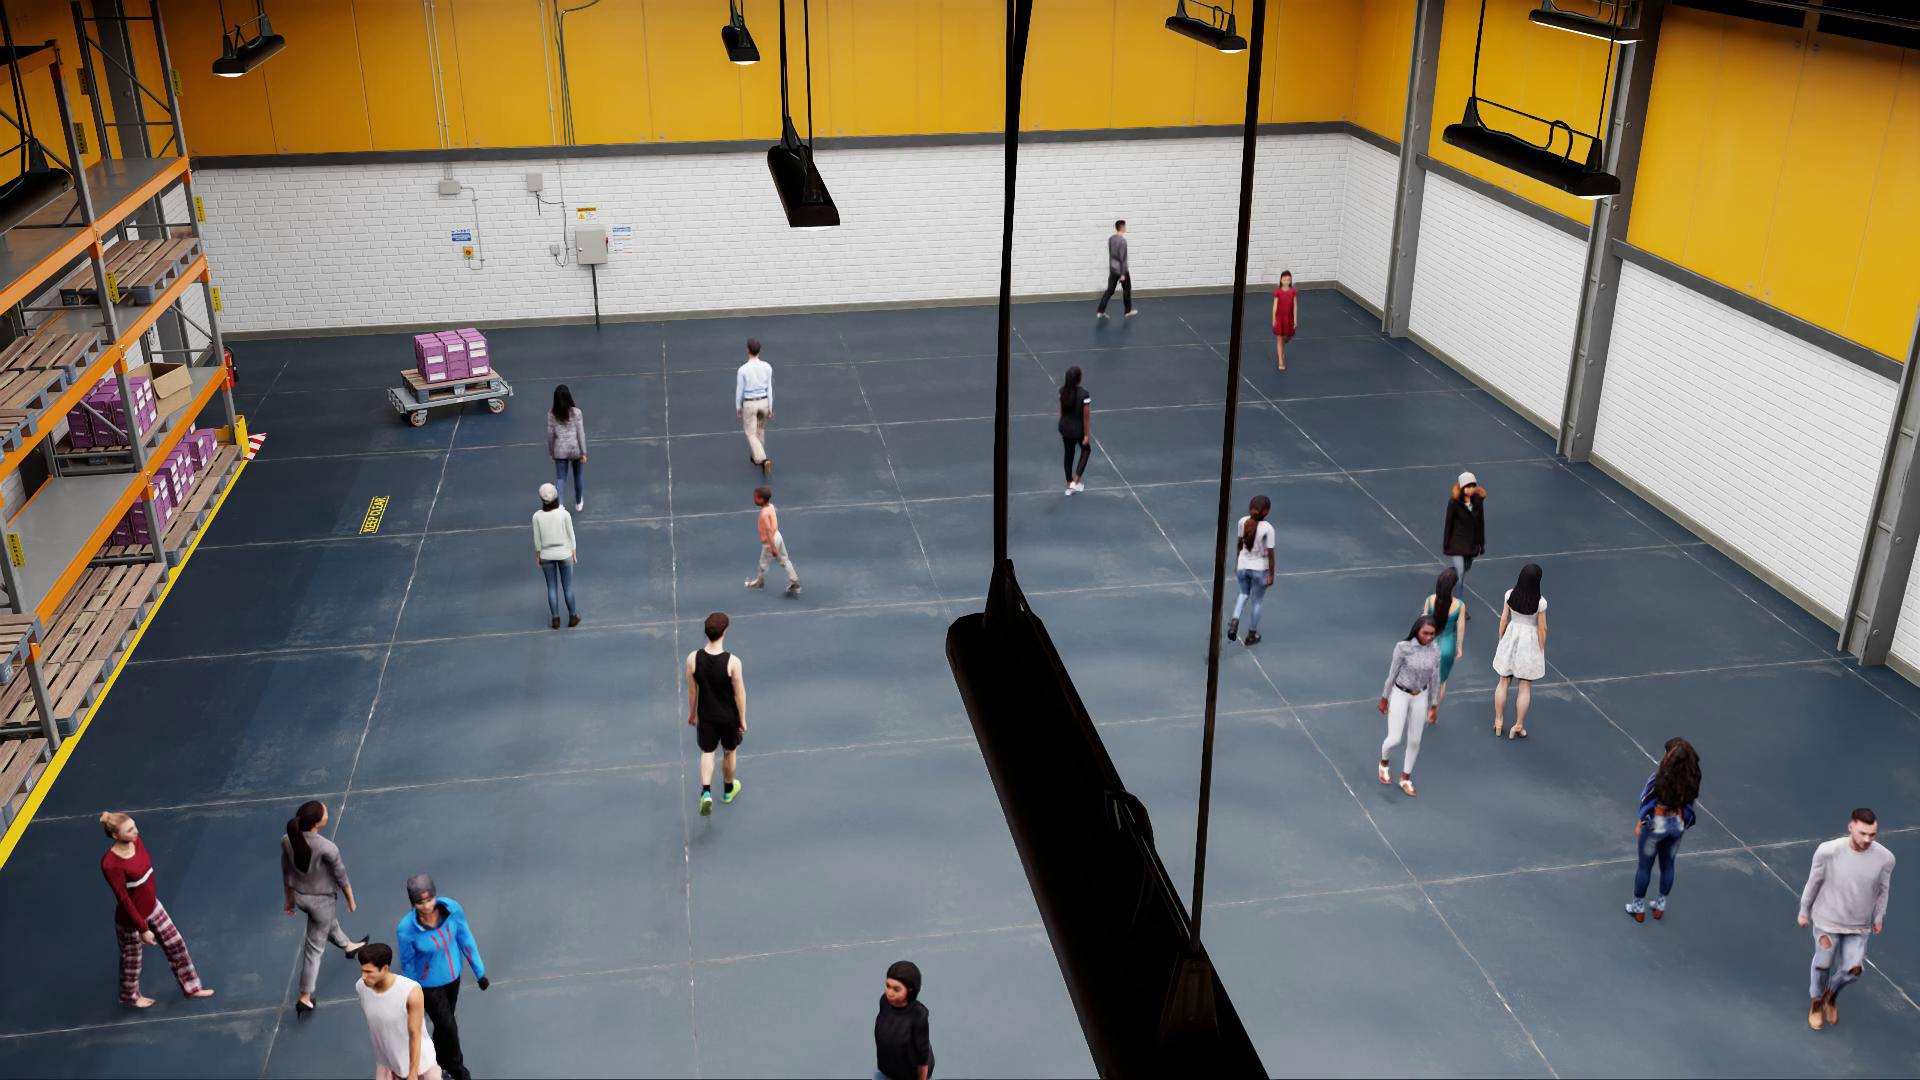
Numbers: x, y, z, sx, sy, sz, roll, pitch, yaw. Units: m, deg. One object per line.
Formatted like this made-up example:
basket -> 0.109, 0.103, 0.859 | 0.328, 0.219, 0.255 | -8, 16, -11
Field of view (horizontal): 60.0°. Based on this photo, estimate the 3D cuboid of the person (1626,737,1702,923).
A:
person -> 5.520, 2.263, 13.067 | 0.609, 1.625, 0.551 | -3, 24, -6

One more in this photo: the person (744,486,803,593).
person -> -2.049, 0.019, 18.618 | 0.808, 1.290, 0.917 | 7, 25, 15

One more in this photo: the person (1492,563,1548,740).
person -> 5.277, 1.040, 15.678 | 0.772, 1.773, 0.834 | 16, 28, 33

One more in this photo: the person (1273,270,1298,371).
person -> 5.157, -3.531, 26.436 | 0.599, 1.531, 0.999 | -1, 24, -3

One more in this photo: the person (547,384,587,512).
person -> -4.864, -1.056, 20.555 | 0.692, 1.708, 1.086 | -2, 24, -4

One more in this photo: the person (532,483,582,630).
person -> -4.336, 0.158, 17.853 | 0.568, 1.647, 0.469 | -4, 24, -9

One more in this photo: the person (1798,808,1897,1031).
person -> 6.309, 2.656, 11.921 | 0.821, 1.821, 0.811 | 7, 25, 16

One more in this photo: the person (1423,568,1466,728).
person -> 4.512, 1.070, 15.736 | 0.746, 1.673, 0.824 | 9, 25, 20

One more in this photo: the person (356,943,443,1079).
person -> -3.485, 3.261, 10.645 | 0.964, 1.736, 1.250 | 6, 24, 13

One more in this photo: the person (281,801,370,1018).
person -> -4.709, 2.711, 12.054 | 0.983, 1.614, 1.215 | 7, 24, 15

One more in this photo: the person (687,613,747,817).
person -> -2.127, 1.544, 14.402 | 0.877, 1.873, 1.086 | 3, 24, 7

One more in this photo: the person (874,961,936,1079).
person -> -0.298, 3.343, 10.542 | 0.984, 1.667, 1.097 | 12, 26, 26

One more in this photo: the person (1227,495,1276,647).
person -> 3.016, 0.344, 17.344 | 0.825, 1.714, 0.878 | 18, 29, 35

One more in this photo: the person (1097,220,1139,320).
person -> 2.664, -4.626, 28.704 | 1.039, 1.722, 1.152 | -17, 29, -34

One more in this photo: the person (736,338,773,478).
person -> -2.678, -1.723, 21.935 | 0.861, 1.825, 1.201 | -11, 26, -24

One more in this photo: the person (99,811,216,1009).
person -> -6.018, 2.698, 12.013 | 0.853, 1.671, 0.931 | 3, 24, 8

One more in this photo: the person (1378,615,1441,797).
person -> 3.986, 1.440, 14.838 | 0.662, 1.714, 0.682 | -4, 24, -8

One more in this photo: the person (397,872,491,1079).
person -> -3.591, 2.954, 11.297 | 1.020, 1.777, 0.932 | 17, 29, 34

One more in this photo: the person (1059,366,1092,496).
person -> 1.414, -1.371, 21.260 | 0.744, 1.721, 0.798 | 13, 27, 27

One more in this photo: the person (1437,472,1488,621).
person -> 5.489, 0.008, 18.238 | 0.702, 1.615, 1.033 | -8, 25, -17
